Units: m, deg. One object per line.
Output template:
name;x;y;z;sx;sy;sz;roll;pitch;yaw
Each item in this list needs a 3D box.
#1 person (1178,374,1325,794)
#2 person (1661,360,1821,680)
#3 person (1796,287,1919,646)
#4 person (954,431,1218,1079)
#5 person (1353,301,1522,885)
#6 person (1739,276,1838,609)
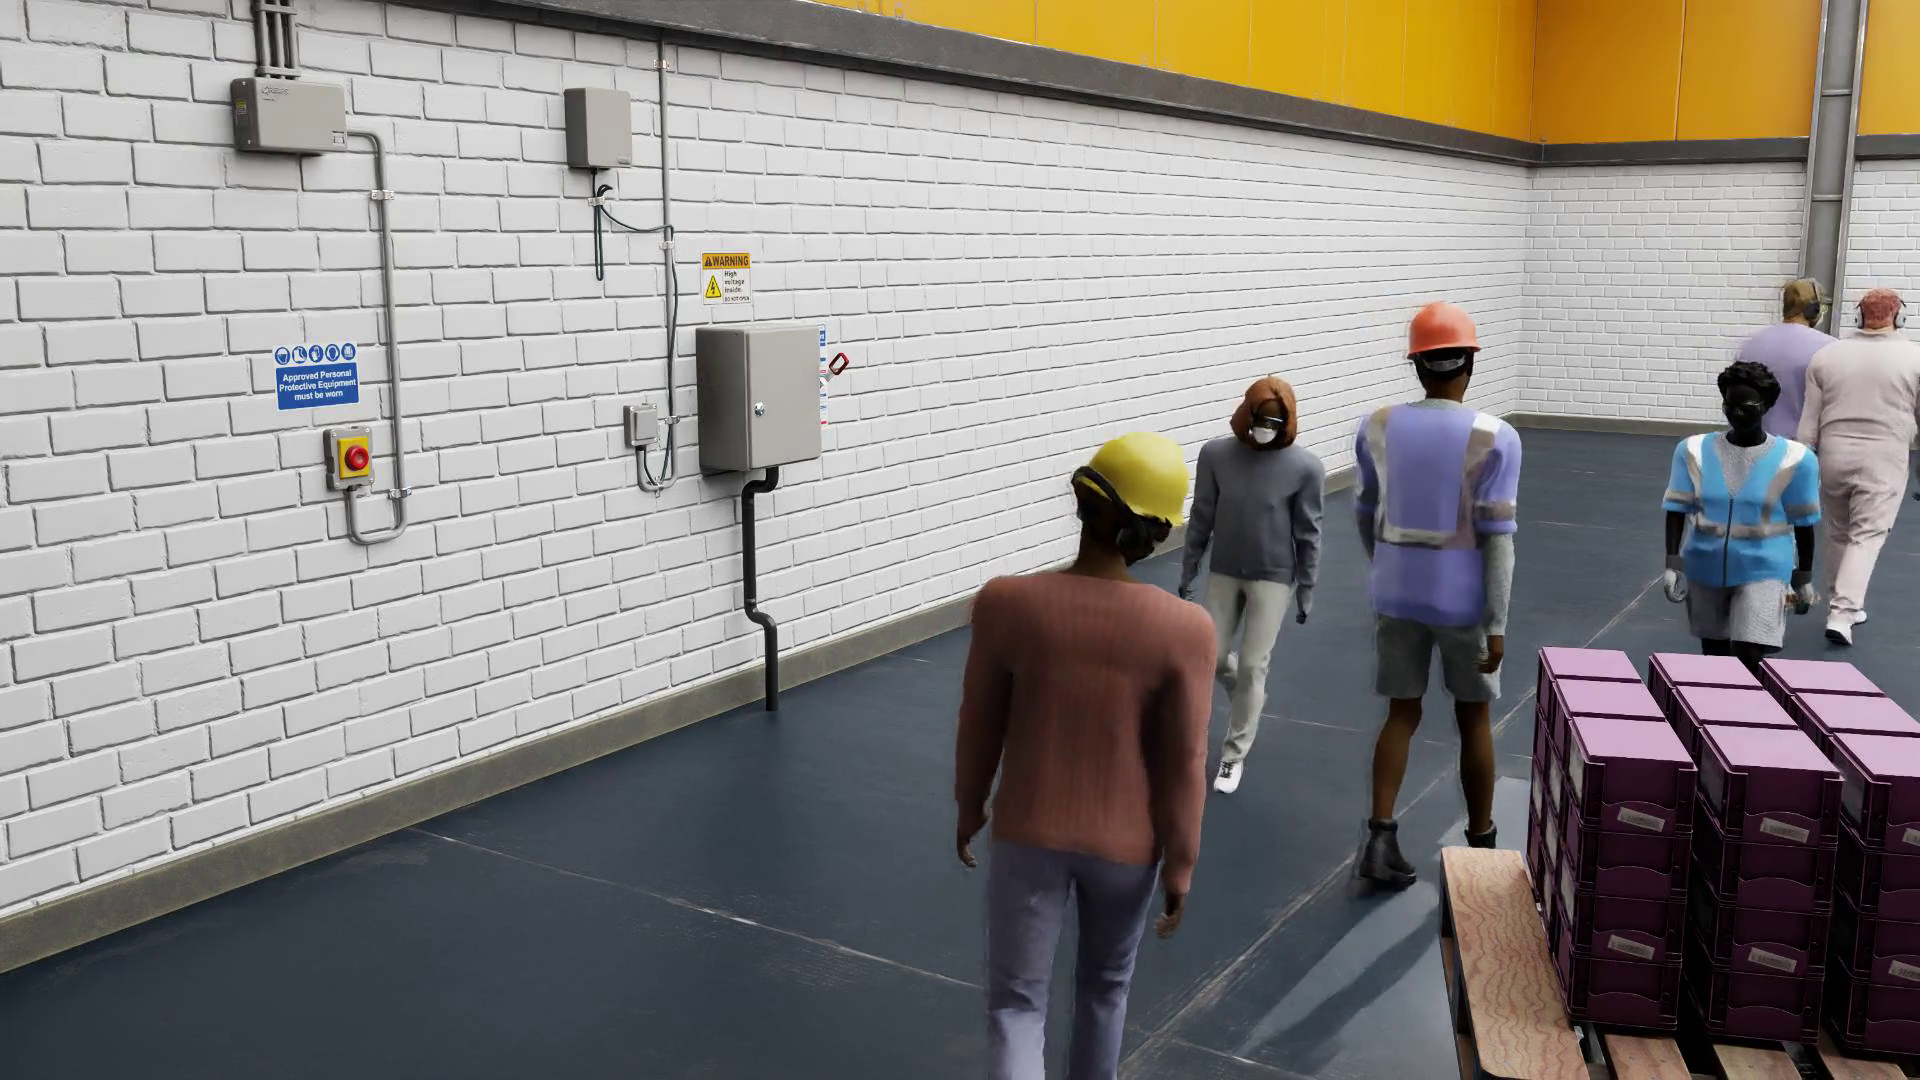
person;1.137;0.145;6.436;0.560;1.607;0.513;5;11;27
person;2.960;0.139;6.373;0.536;1.640;0.845;8;13;39
person;4.721;-0.386;8.713;0.867;1.867;0.649;-9;14;-41
person;0.239;0.642;3.402;0.556;1.720;0.789;1;10;6
person;1.507;0.193;5.374;0.555;1.907;0.631;7;12;33
person;4.547;-0.504;9.238;0.857;1.906;0.625;-3;11;-18
